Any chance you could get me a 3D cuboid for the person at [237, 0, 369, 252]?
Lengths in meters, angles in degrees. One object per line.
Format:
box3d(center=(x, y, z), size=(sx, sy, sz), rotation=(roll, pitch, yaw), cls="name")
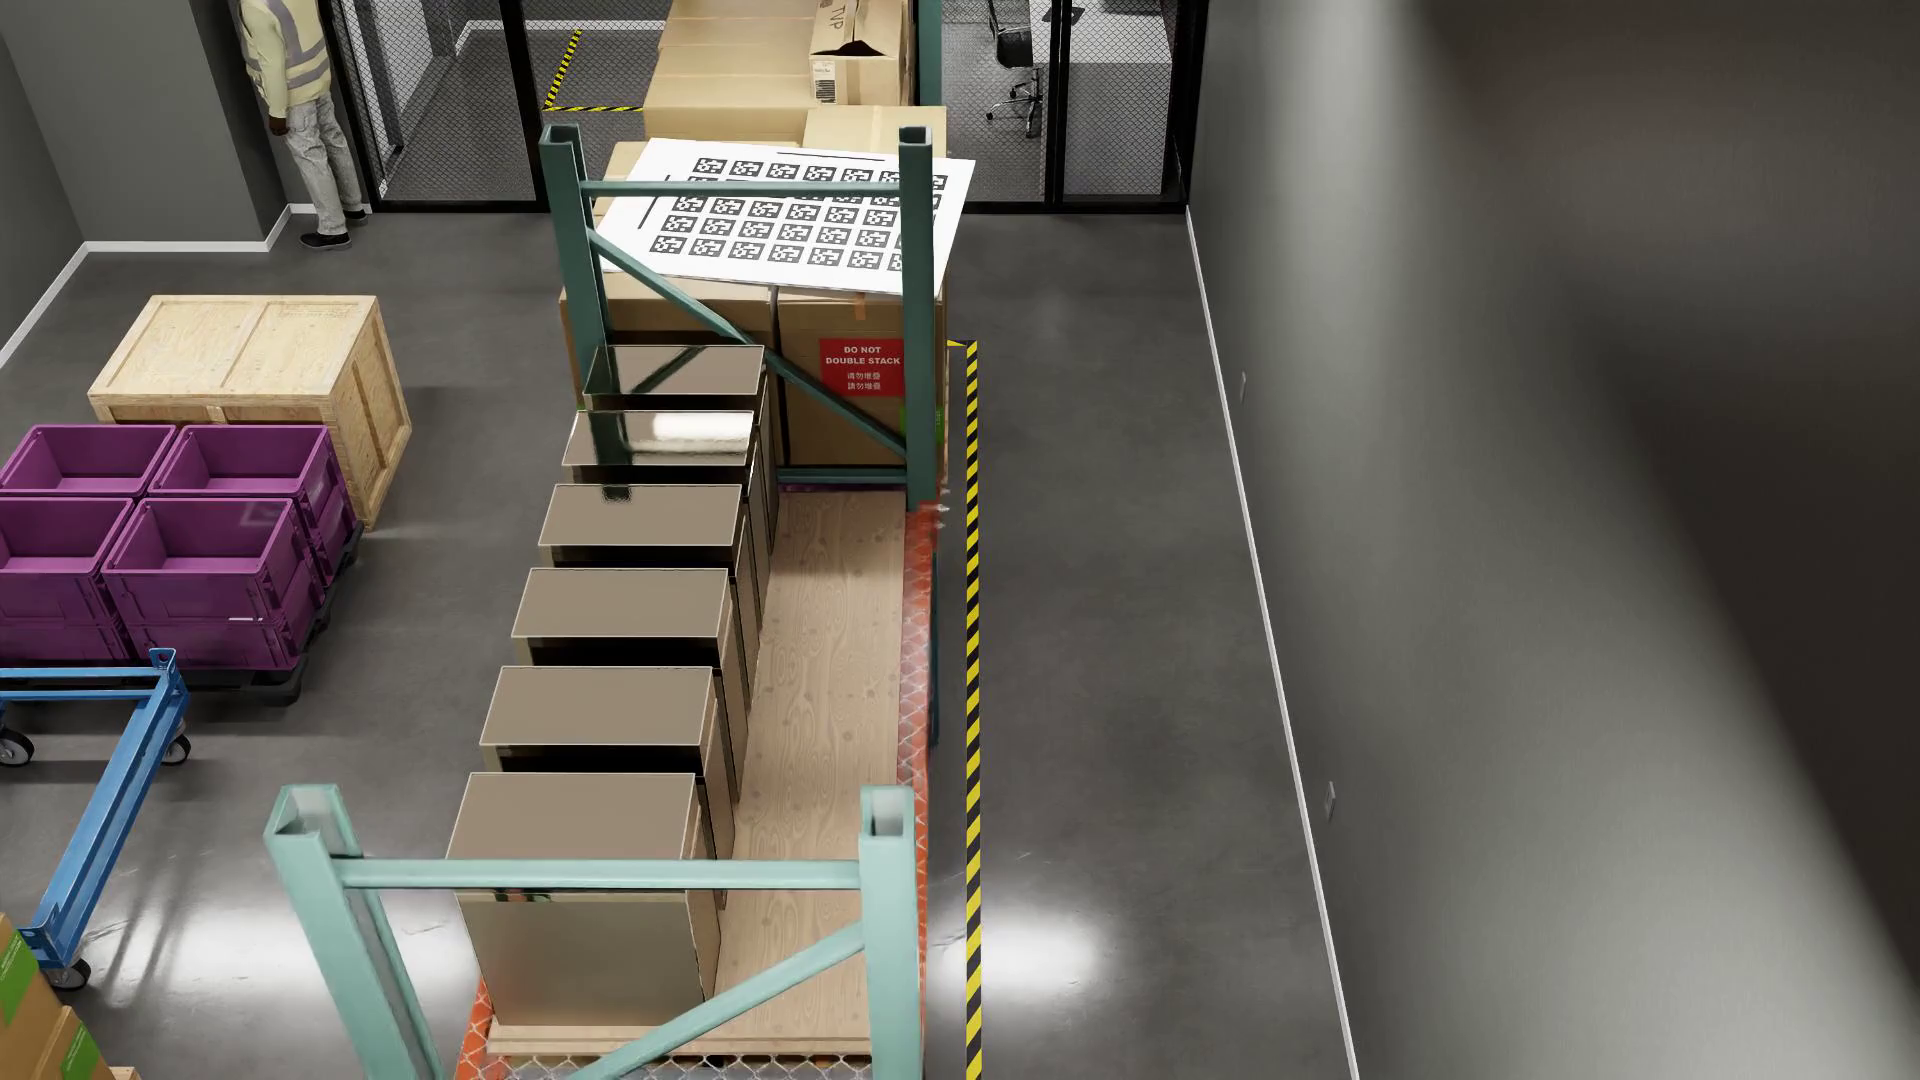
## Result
box3d(center=(-3.487, -2.391, 8.698), size=(0.404, 1.830, 0.601), rotation=(5, 41, 6), cls="person")
